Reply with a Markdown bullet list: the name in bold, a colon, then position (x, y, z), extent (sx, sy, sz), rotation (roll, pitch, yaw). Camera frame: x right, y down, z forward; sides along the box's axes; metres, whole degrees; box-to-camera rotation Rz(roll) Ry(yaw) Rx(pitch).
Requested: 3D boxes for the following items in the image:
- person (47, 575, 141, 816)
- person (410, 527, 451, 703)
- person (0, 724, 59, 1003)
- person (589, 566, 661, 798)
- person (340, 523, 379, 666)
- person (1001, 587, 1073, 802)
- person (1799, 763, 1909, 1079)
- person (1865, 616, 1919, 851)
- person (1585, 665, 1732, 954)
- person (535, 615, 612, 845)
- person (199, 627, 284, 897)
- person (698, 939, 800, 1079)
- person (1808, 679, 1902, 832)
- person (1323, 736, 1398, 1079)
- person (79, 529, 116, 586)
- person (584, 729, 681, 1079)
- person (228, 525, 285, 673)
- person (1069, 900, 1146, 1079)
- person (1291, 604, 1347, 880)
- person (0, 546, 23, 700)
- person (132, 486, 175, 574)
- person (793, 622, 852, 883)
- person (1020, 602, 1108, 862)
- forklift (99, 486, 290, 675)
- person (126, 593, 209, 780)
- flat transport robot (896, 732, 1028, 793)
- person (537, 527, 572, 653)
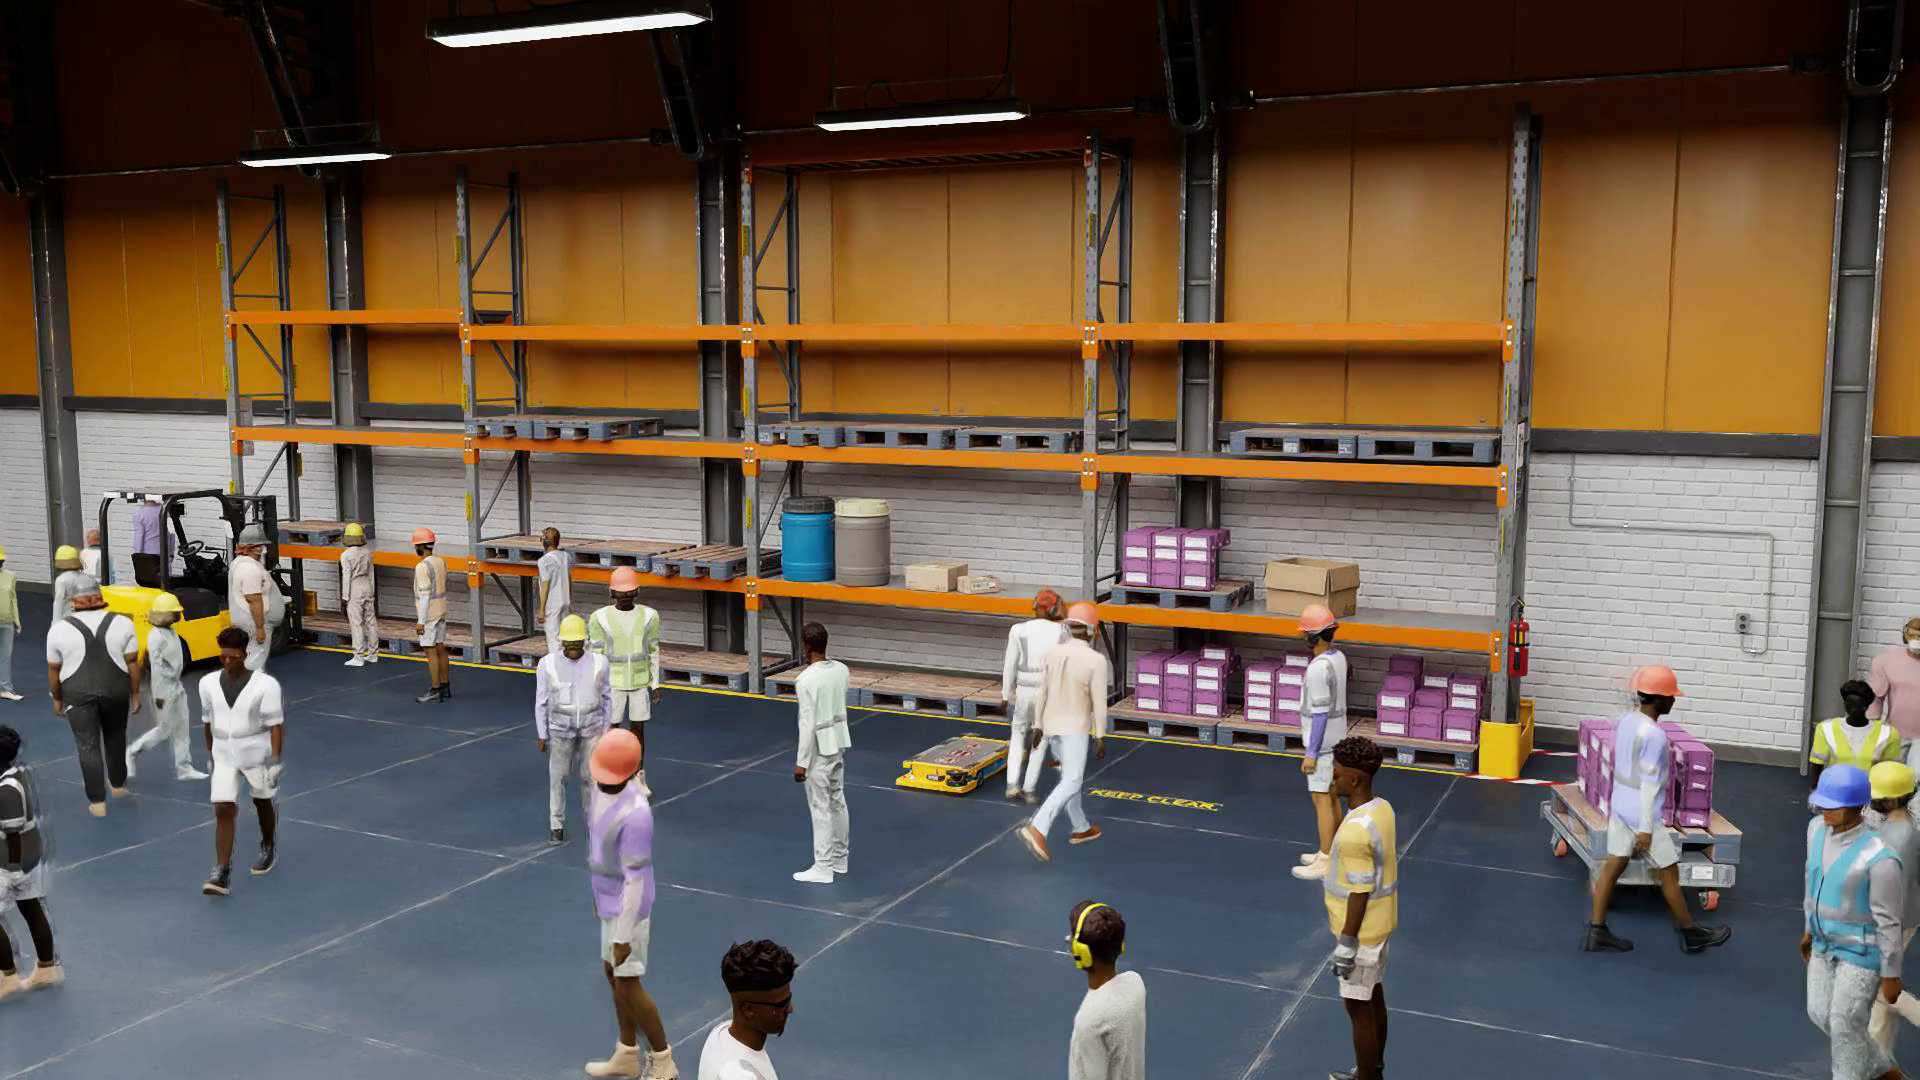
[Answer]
- **person**: position (-7.376, 1.261, 14.141), extent (0.684, 2.000, 0.950), rotation (-5, 8, -34)
- **person**: position (-5.827, 0.819, 18.222), extent (0.376, 1.933, 0.551), rotation (1, 7, 7)
- **person**: position (-5.762, 1.934, 10.015), extent (0.560, 1.679, 0.534), rotation (-3, 8, -23)
- **person**: position (-2.871, 1.235, 14.346), extent (0.609, 2.043, 0.397), rotation (-3, 7, -23)
- **person**: position (-7.363, 0.661, 20.311), extent (0.317, 1.743, 0.488), rotation (4, 8, 27)
- **person**: position (0.668, 1.329, 14.341), extent (0.633, 1.858, 0.440), rotation (0, 7, 0)
- **person**: position (4.497, 2.032, 8.304), extent (0.694, 1.916, 0.626), rotation (-1, 7, -5)
- **person**: position (7.332, 1.508, 12.779), extent (0.625, 1.895, 1.064), rotation (6, 9, 41)
- **person**: position (4.512, 1.745, 10.728), extent (0.949, 1.891, 0.574), rotation (0, 7, -2)
- **person**: position (-3.039, 1.488, 13.128), extent (0.600, 1.827, 0.404), rotation (-3, 7, -20)
- **person**: position (-5.215, 1.577, 12.051), extent (0.621, 1.905, 1.018), rotation (0, 7, -2)
- **person**: position (-0.725, 2.320, 5.698), extent (0.363, 1.962, 0.612), rotation (-2, 7, -16)
- **person**: position (6.097, 1.775, 11.355), extent (0.571, 1.675, 0.499), rotation (4, 8, 33)
- **person**: position (2.051, 1.975, 8.541), extent (0.369, 1.965, 0.609), rotation (4, 8, 27)
- **person**: position (-10.722, 0.668, 20.740), extent (0.527, 1.623, 0.377), rotation (2, 7, 16)
- **person**: position (-1.754, 1.941, 8.781), extent (0.444, 1.990, 0.694), rotation (-3, 8, -25)
- **person**: position (-7.385, 0.854, 17.500), extent (0.535, 2.000, 0.684), rotation (-5, 8, -35)
- **person**: position (0.540, 2.294, 6.342), extent (0.329, 1.863, 0.513), rotation (4, 8, 27)
- **person**: position (2.645, 1.488, 12.281), extent (0.402, 2.036, 0.609), rotation (4, 8, 27)
- **person**: position (-10.504, 0.911, 18.159), extent (0.326, 1.767, 0.533), rotation (3, 8, 24)
- **person**: position (-11.441, 0.189, 23.571), extent (0.399, 1.903, 0.643), rotation (4, 8, 27)
- **person**: position (-1.008, 1.557, 12.217), extent (0.393, 1.913, 0.590), rotation (4, 8, 27)
- **person**: position (0.785, 1.471, 12.851), extent (0.984, 1.944, 0.645), rotation (-6, 9, -43)
- **forklift**: position (-9.426, 0.454, 20.179), extent (1.214, 2.155, 2.313), rotation (3, 8, 26)
- **person**: position (-7.156, 1.323, 14.901), extent (0.650, 1.722, 0.496), rotation (-1, 7, -5)
- **flat transport robot**: position (0.035, 2.016, 15.148), extent (0.652, 0.197, 1.431), rotation (3, 8, 26)
- **person**: position (-4.635, 0.767, 19.022), extent (0.345, 1.845, 0.505), rotation (4, 8, 27)
